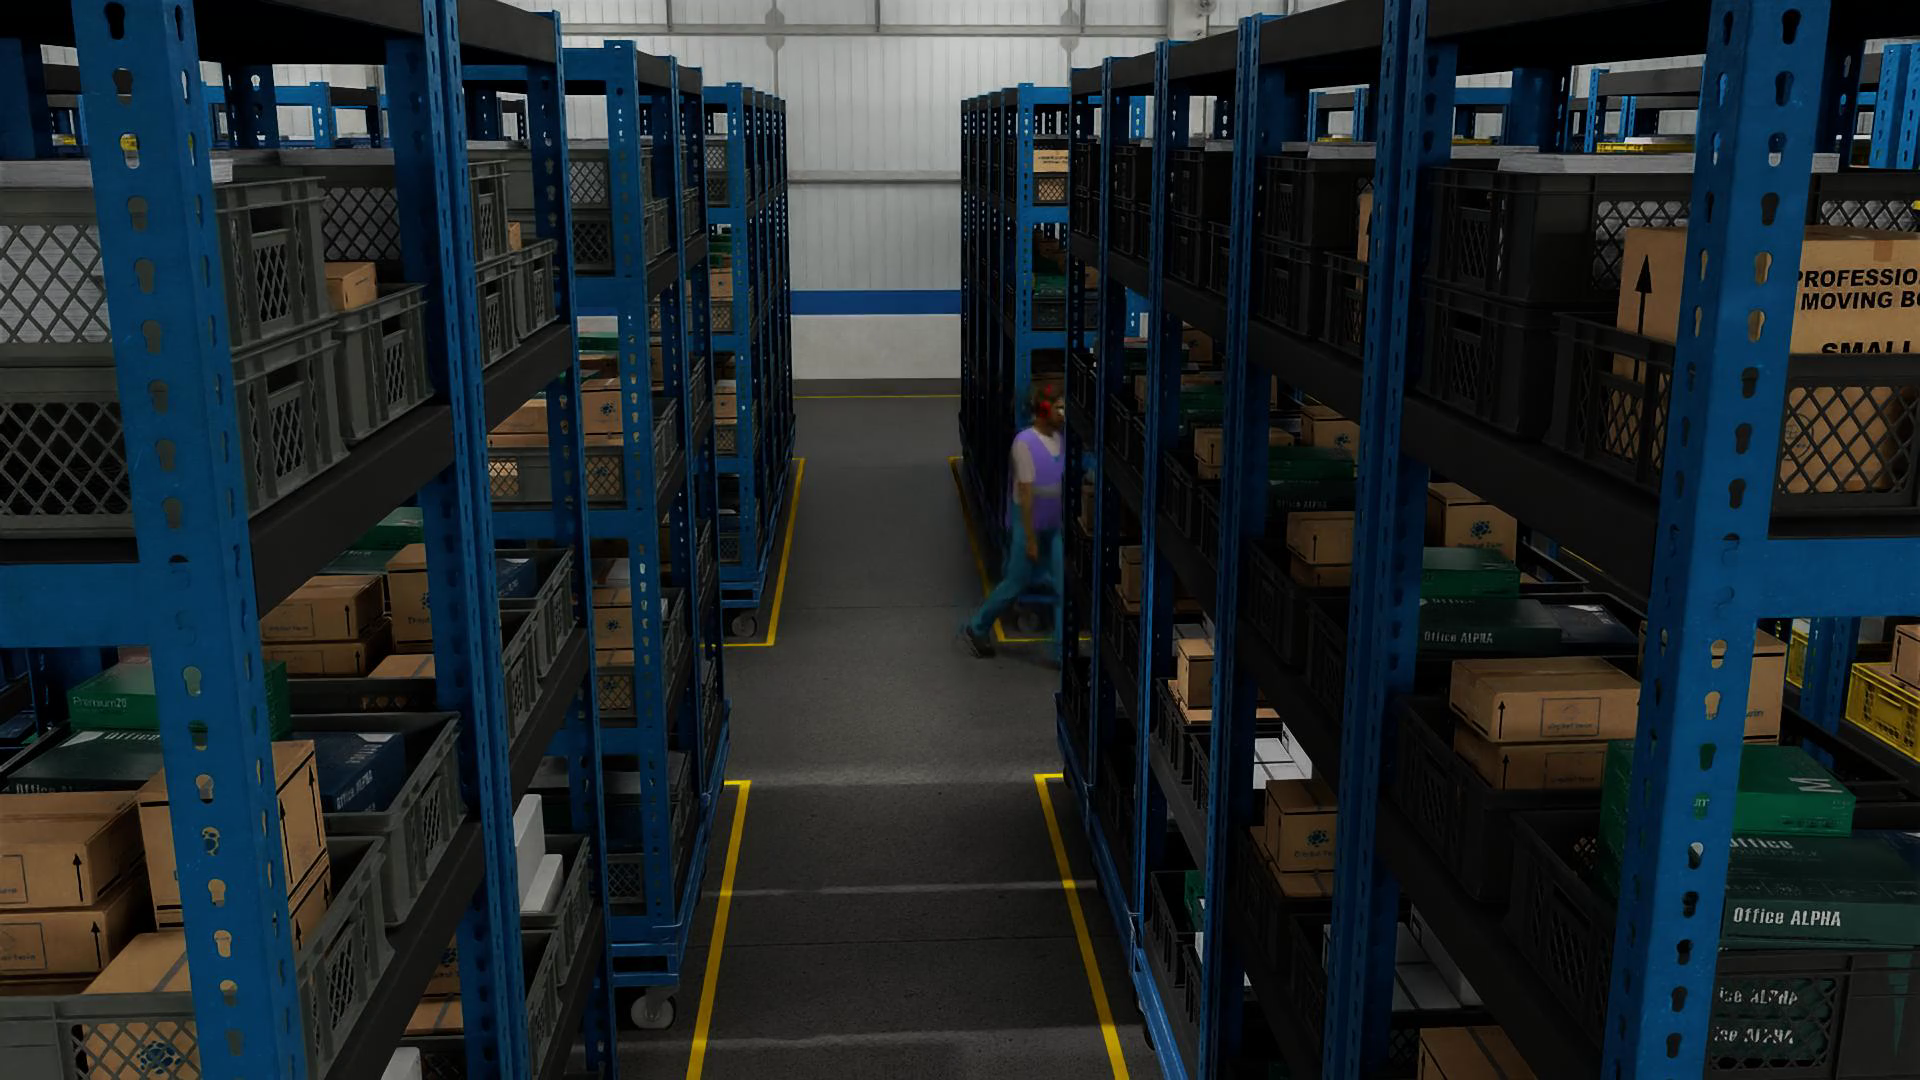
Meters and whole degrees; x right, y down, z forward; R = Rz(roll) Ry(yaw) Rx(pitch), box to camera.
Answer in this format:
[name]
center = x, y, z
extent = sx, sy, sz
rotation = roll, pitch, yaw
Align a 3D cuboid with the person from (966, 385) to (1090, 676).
[person]
center = 0.446, -0.079, 10.356
extent = 0.917, 1.808, 0.590
rotation = 11, 18, 37
